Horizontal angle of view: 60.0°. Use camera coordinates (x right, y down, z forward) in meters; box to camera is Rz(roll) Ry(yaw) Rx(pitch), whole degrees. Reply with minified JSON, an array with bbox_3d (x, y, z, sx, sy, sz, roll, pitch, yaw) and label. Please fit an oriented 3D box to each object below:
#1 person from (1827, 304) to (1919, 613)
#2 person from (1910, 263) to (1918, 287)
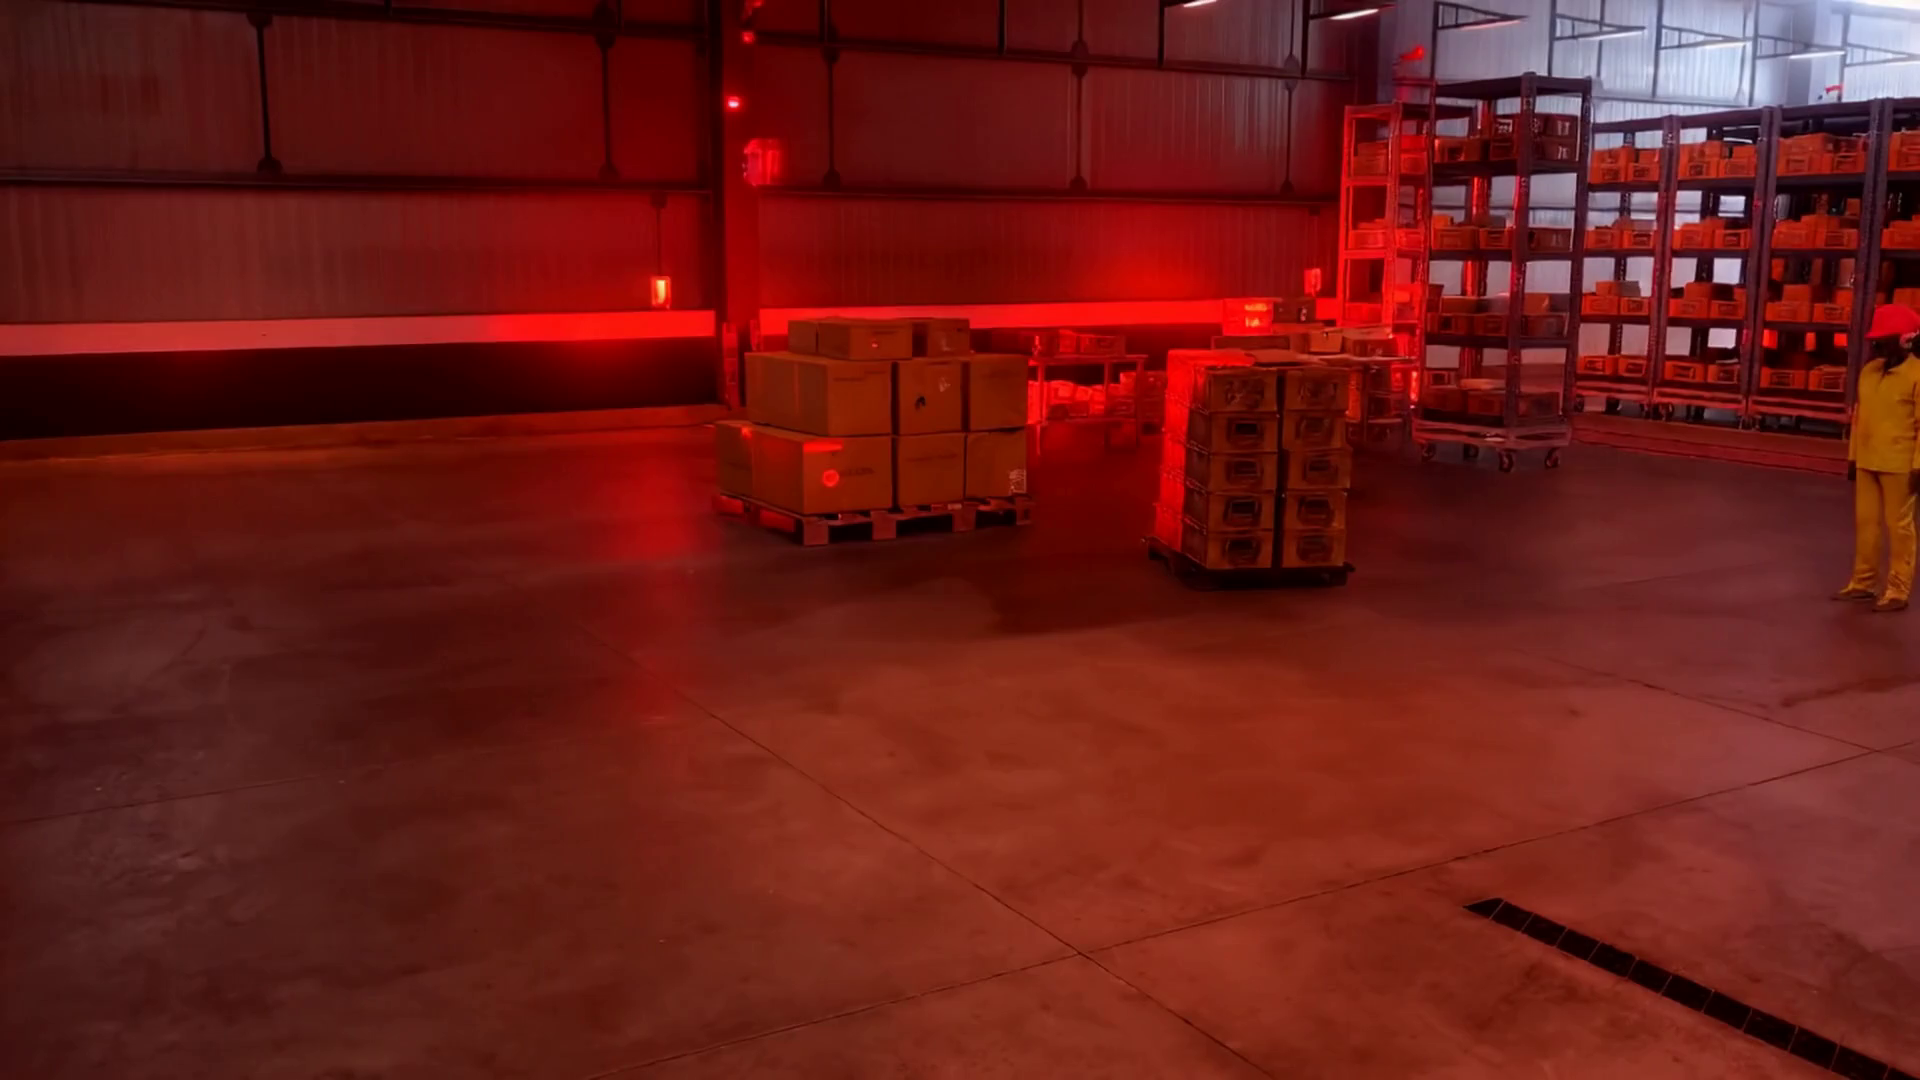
[{"bbox_3d":[5.271,-0.463,9.490,0.345,1.746,0.573,-2,10,-13],"label":"person"},{"bbox_3d":[15.571,-3.646,27.359,0.777,1.809,0.599,-8,13,-40],"label":"person"}]
